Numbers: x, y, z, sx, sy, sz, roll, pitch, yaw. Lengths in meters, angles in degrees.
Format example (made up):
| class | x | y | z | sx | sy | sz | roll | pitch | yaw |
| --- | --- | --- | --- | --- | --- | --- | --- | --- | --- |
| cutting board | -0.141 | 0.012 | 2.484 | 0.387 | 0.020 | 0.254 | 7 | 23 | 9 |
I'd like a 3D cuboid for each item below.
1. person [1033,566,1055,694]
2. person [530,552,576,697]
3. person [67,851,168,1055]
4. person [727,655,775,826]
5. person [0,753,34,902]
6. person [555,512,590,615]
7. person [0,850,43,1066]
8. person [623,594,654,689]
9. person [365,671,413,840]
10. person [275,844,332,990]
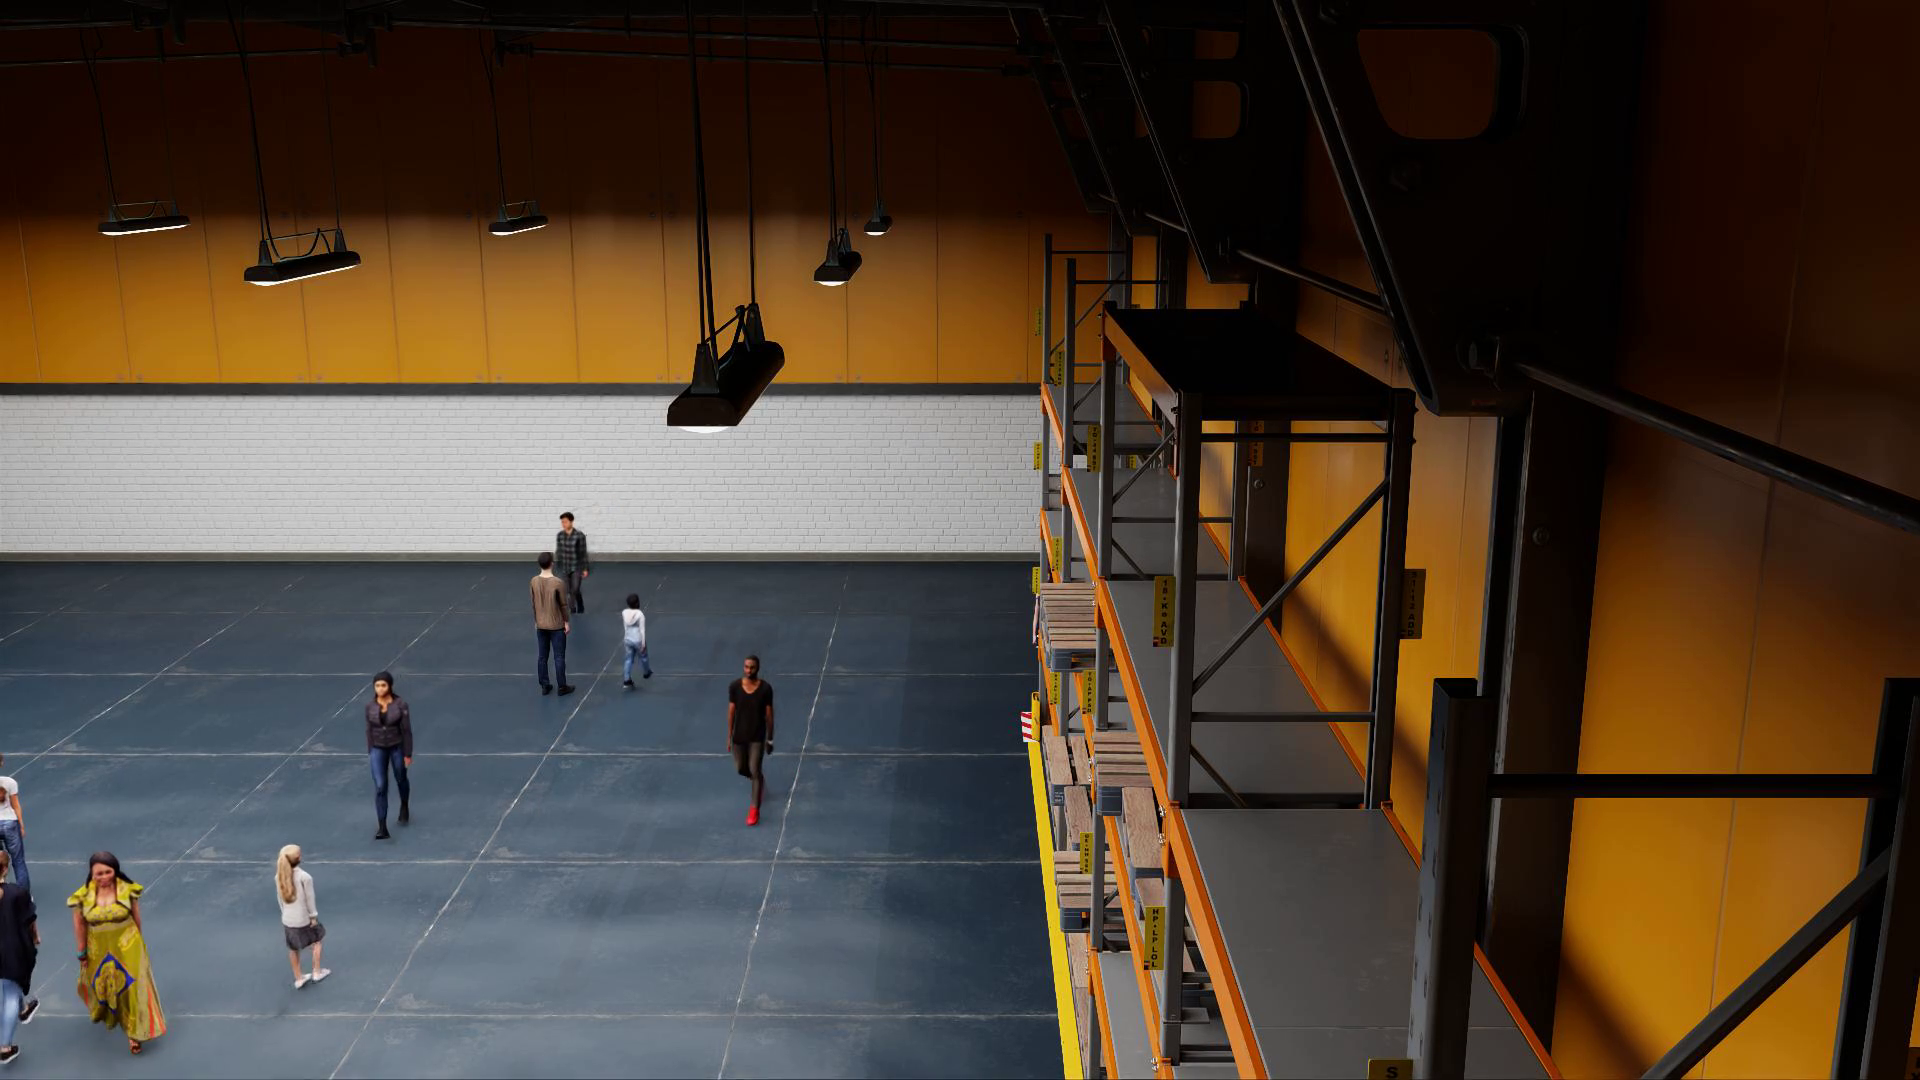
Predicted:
| class | x | y | z | sx | sy | sz | roll | pitch | yaw |
| --- | --- | --- | --- | --- | --- | --- | --- | --- | --- |
| person | 1.172 | 1.176 | 21.431 | 0.672 | 1.739 | 0.691 | 9 | 16 | 32 |
| person | -5.300 | 1.080 | 21.514 | 0.703 | 1.887 | 0.645 | 3 | 14 | 14 |
| person | -6.744 | 3.220 | 13.211 | 1.050 | 1.636 | 1.187 | -8 | 16 | -31 |
| person | -2.205 | 2.064 | 17.660 | 0.761 | 1.787 | 1.033 | 2 | 14 | 9 |
| person | -8.949 | 2.698 | 15.523 | 0.607 | 1.561 | 0.633 | -7 | 15 | -25 |
| person | -5.869 | 0.390 | 25.267 | 0.763 | 1.704 | 0.692 | 3 | 14 | 14 |
| person | -7.460 | 3.278 | 12.987 | 0.668 | 1.628 | 1.121 | -2 | 14 | -7 |
| person | -4.306 | 1.342 | 21.827 | 0.612 | 1.231 | 0.923 | 4 | 14 | 15 |
| person | -5.898 | 2.199 | 17.304 | 0.731 | 1.694 | 1.201 | -2 | 14 | -6 |
| person | -5.624 | 3.200 | 14.072 | 0.573 | 1.269 | 0.622 | 2 | 14 | 10 |
